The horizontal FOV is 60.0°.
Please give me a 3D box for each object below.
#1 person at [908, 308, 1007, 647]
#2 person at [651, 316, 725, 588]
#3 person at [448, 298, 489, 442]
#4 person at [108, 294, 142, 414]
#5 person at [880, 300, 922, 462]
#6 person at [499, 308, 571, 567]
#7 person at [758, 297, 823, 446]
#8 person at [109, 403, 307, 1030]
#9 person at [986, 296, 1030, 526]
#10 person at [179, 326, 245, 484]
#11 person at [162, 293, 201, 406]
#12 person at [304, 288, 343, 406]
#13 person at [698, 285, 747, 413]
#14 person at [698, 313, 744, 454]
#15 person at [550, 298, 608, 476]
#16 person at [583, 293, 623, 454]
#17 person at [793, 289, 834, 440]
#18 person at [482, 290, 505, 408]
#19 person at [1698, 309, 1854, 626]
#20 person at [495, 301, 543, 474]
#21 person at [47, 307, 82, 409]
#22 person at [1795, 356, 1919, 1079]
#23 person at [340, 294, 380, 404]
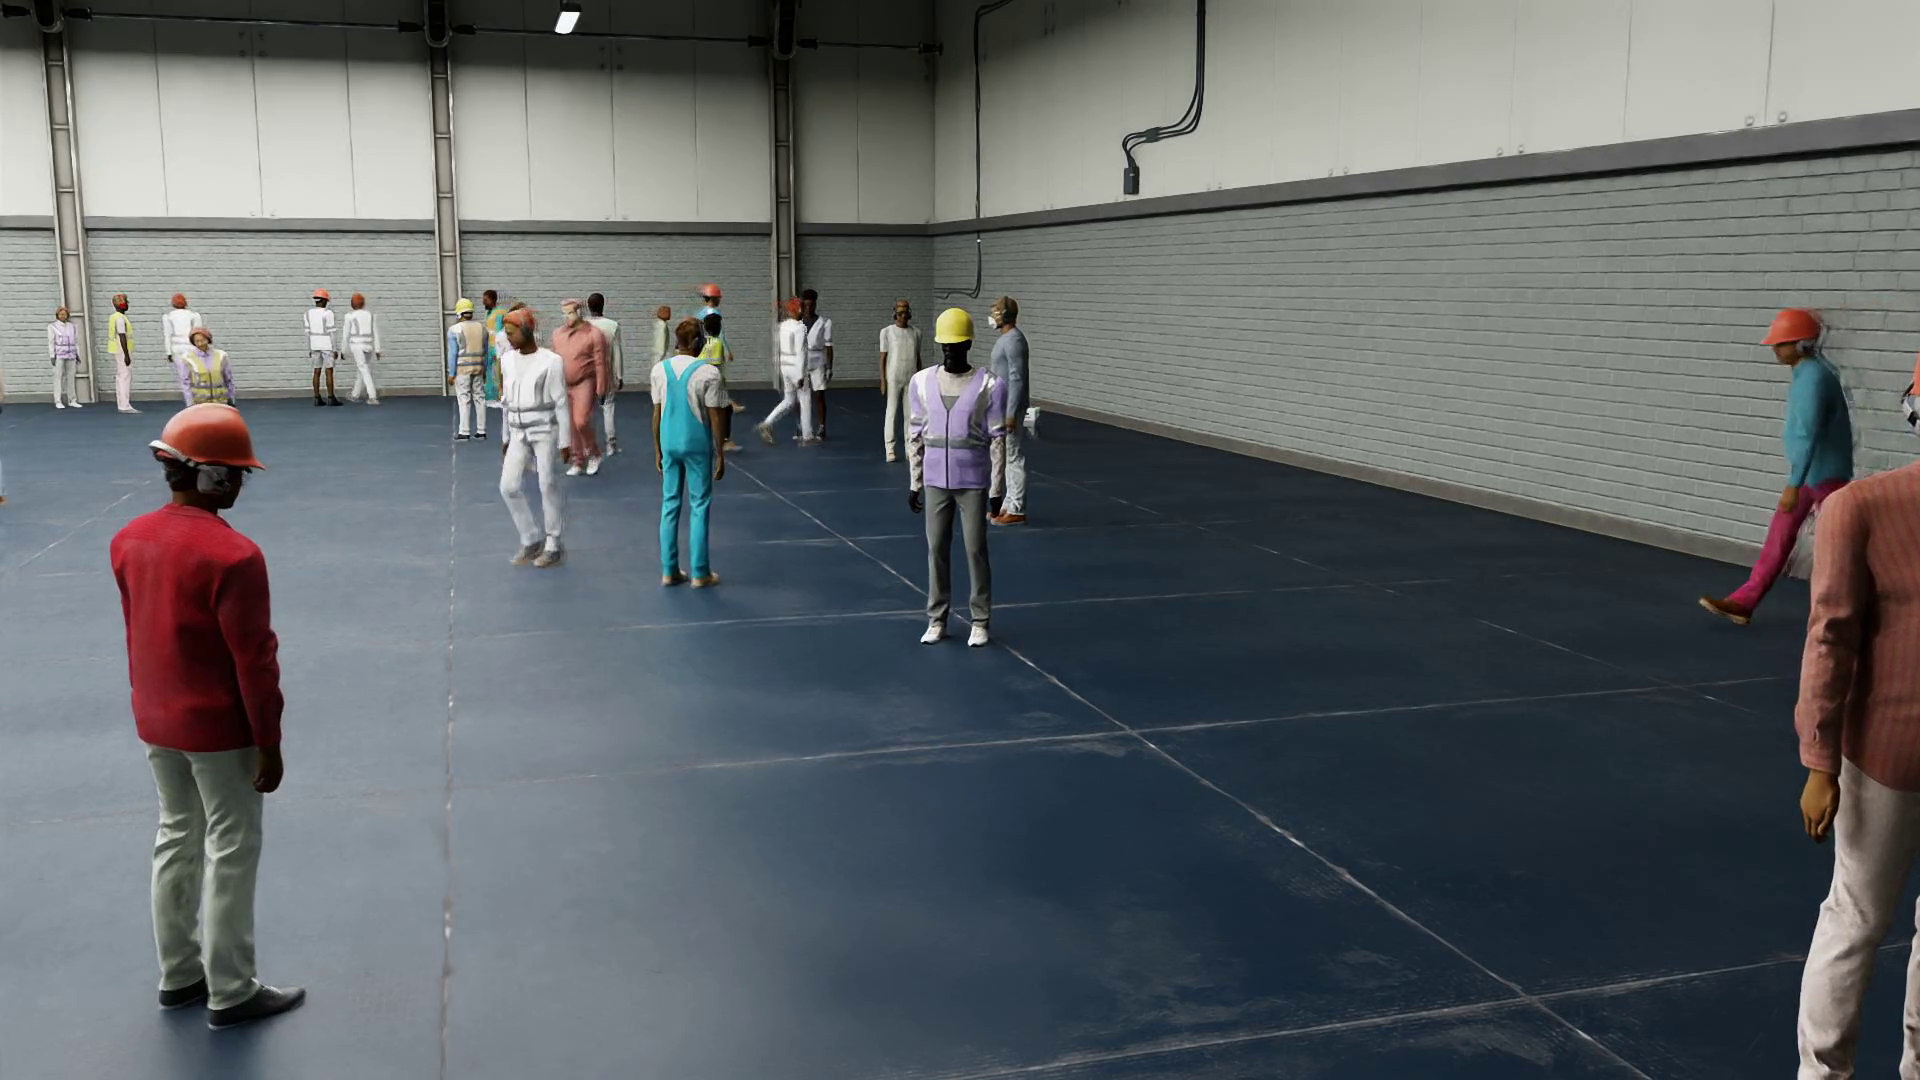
[{"bbox_3d":[-0.022,-0.344,9.407,0.582,1.919,0.393,3,9,20],"label":"person"},{"bbox_3d":[-1.825,-0.584,11.197,0.515,1.836,0.355,3,9,16],"label":"person"},{"bbox_3d":[-6.326,-2.179,21.373,0.404,1.833,0.590,7,11,38],"label":"person"},{"bbox_3d":[-12.932,-2.862,25.678,0.383,1.847,0.570,-6,11,-34],"label":"person"},{"bbox_3d":[-0.659,-1.810,18.977,0.521,1.844,0.331,-3,10,-21],"label":"person"},{"bbox_3d":[-3.084,-0.721,11.932,0.647,1.869,0.502,4,10,25],"label":"person"},{"bbox_3d":[-2.138,-2.084,20.682,0.711,1.861,0.596,-7,11,-37],"label":"person"},{"bbox_3d":[-2.081,0.489,4.645,0.575,1.740,0.348,5,10,29],"label":"person"},{"bbox_3d":[0.412,-1.086,14.058,0.352,1.937,0.635,-1,9,-4],"label":"person"},{"bbox_3d":[-7.517,-1.338,16.719,0.533,1.610,0.676,-7,11,-38],"label":"person"},{"bbox_3d":[-12.676,-3.104,27.175,0.591,1.860,0.429,-4,10,-25],"label":"person"},{"bbox_3d":[-10.432,-3.148,27.250,0.542,1.929,0.368,2,9,13],"label":"person"},{"bbox_3d":[-3.779,-2.898,25.485,1.015,1.999,0.619,-4,10,-23],"label":"person"},{"bbox_3d":[-2.874,-1.849,19.728,0.713,1.669,0.547,-7,11,-36],"label":"person"},{"bbox_3d":[-4.048,-1.596,17.517,0.639,1.879,0.433,4,10,24],"label":"person"},{"bbox_3d":[-4.288,-1.961,19.708,0.595,1.918,0.386,0,9,-2],"label":"person"},{"bbox_3d":[-1.933,-2.269,21.554,0.607,1.958,0.377,2,9,11],"label":"person"},{"bbox_3d":[-7.615,-3.076,26.863,0.660,1.900,0.621,-6,11,-36],"label":"person"},{"bbox_3d":[5.001,-0.389,9.738,1.111,1.901,0.622,3,9,18],"label":"person"},{"bbox_3d":[-4.662,-1.611,17.705,0.508,1.846,0.342,-1,9,-4],"label":"person"},{"bbox_3d":[-14.448,-2.940,26.845,0.315,1.637,0.514,5,10,28],"label":"person"},{"bbox_3d":[2.212,0.499,3.769,0.625,1.992,0.389,-1,9,-4],"label":"person"},{"bbox_3d":[-10.041,-3.187,27.813,0.979,1.832,0.598,6,11,35],"label":"person"}]
